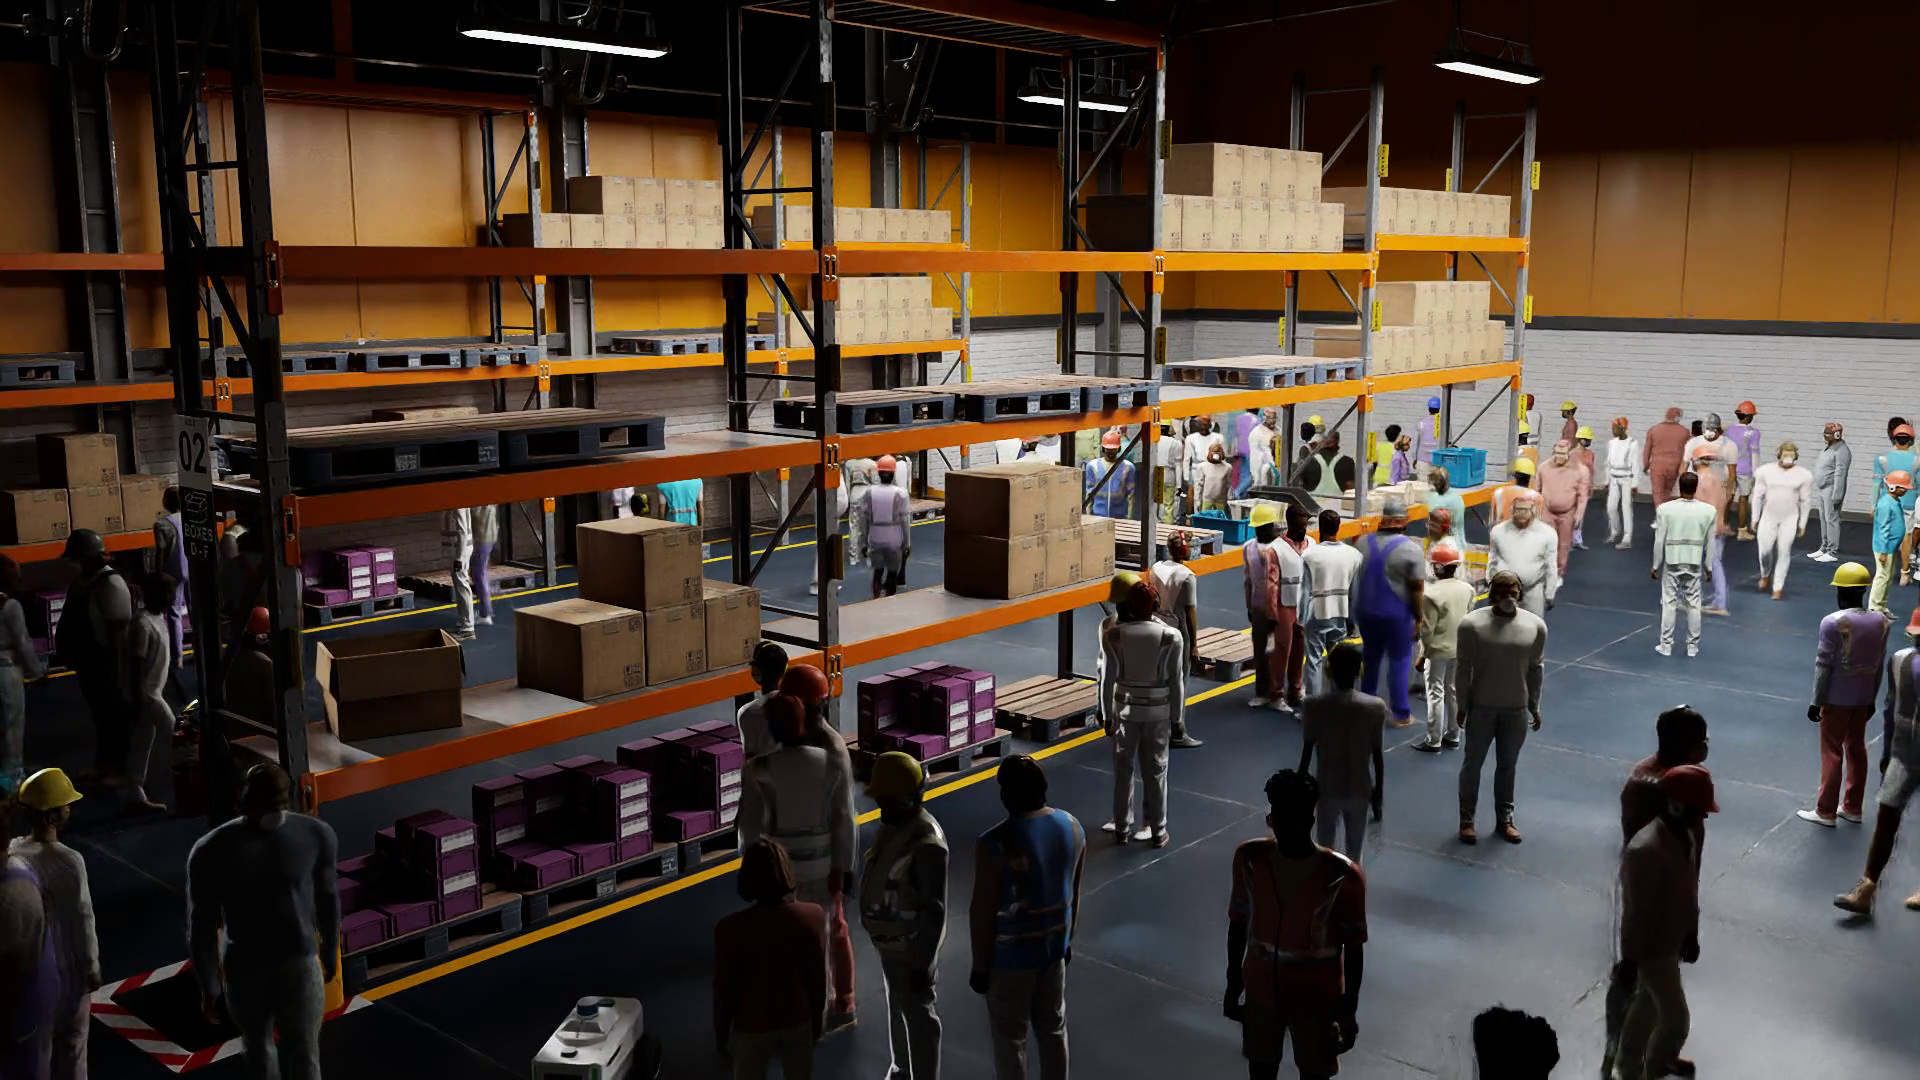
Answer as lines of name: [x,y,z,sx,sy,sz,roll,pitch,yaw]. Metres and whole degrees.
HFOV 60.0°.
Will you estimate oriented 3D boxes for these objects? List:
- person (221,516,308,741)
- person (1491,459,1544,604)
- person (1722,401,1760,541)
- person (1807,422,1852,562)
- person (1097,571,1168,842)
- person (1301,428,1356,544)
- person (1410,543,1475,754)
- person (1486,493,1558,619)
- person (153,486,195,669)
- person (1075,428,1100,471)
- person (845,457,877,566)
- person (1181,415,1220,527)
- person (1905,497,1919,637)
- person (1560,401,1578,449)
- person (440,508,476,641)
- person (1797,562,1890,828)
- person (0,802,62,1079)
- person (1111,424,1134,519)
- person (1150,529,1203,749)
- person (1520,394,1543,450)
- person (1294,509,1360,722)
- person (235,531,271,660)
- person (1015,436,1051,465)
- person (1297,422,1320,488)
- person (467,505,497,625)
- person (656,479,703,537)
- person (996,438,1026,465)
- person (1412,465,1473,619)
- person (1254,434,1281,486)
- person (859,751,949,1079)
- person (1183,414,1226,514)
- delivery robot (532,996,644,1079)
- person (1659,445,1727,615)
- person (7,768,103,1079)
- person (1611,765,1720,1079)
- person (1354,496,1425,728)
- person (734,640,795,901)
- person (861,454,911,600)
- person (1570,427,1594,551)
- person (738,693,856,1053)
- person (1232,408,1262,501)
person: [-5.766,0.751,13.800,0.685,2.000,0.942,0,10,2]
person: [6.222,0.030,18.602,0.602,1.871,0.970,6,11,34]
person: [11.417,-1.012,24.320,0.393,2.044,0.609,-5,11,-26]
person: [11.820,-0.651,22.611,0.401,1.900,0.642,2,10,10]
person: [1.205,1.159,11.768,0.589,1.912,0.396,8,12,38]
person: [4.686,-0.477,21.134,0.690,2.000,1.064,3,10,19]
person: [3.990,0.896,13.791,0.564,1.751,0.330,-6,11,-33]
person: [5.377,0.470,15.947,0.655,1.887,0.718,4,10,23]
person: [-7.807,0.374,16.673,0.353,1.837,0.511,7,12,38]
person: [2.006,-1.307,26.926,0.525,1.762,0.340,0,10,2]
person: [-1.306,-0.527,22.322,0.489,1.741,0.321,4,10,25]
person: [3.683,-1.188,25.420,0.611,2.032,0.411,5,11,28]
person: [10.532,0.106,17.916,0.610,1.958,0.366,0,10,-2]
person: [10.138,-1.436,27.715,0.339,1.752,0.535,2,10,14]
person: [-5.415,0.143,17.897,0.339,1.883,0.584,-4,10,-20]
person: [6.382,1.114,12.012,0.579,1.918,0.387,-3,10,-19]
person: [-4.048,1.992,7.072,0.396,1.819,0.504,-7,12,-35]
person: [2.170,-0.691,22.811,0.404,1.906,0.652,1,10,8]
person: [1.785,0.824,13.944,0.374,1.843,0.573,-5,11,-29]
person: [9.445,-1.494,27.714,0.567,1.878,0.352,-5,11,-27]
person: [3.230,0.683,14.615,0.598,1.908,0.402,-4,10,-20]
person: [-6.277,0.746,14.898,0.394,1.680,0.544,-4,10,-21]
person: [0.886,-0.429,20.978,0.612,1.997,0.375,-9,13,-44]
person: [5.189,-0.910,24.766,0.320,1.694,0.535,7,12,35]
person: [-5.448,0.043,18.620,0.504,1.855,0.523,-2,10,-12]
person: [-3.285,-0.111,19.551,0.564,1.838,0.390,-5,11,-28]
person: [0.749,-0.833,23.832,0.567,1.847,0.389,8,13,41]
person: [5.232,0.112,18.115,0.569,1.895,0.788,-1,10,-8]
person: [4.528,-0.727,23.962,0.524,1.579,0.878,-4,10,-22]
person: [-0.267,1.867,7.791,0.403,1.822,0.587,-4,10,-21]
person: [3.574,-0.921,24.308,0.621,1.853,0.811,1,10,8]
delivery robot: [-1.770,2.427,7.943,0.477,0.478,0.707,1,10,7]
person: [8.619,-0.129,19.365,0.618,1.932,0.899,-6,11,-32]
person: [-4.155,1.915,7.668,0.526,1.769,0.328,5,11,27]
person: [3.366,1.899,7.866,0.566,1.723,0.592,9,13,42]
person: [3.786,0.616,14.609,0.715,2.000,0.540,9,13,44]
person: [-1.109,1.509,9.784,0.328,1.872,0.513,9,13,43]
person: [-0.816,0.000,18.621,0.551,1.923,0.392,2,10,13]
person: [8.733,-0.722,23.442,0.527,1.761,0.334,-5,11,-26]
person: [-0.842,1.711,8.591,0.618,1.869,0.354,-2,10,-13]
person: [4.713,-1.456,27.373,0.592,1.911,0.601,-7,12,-36]
